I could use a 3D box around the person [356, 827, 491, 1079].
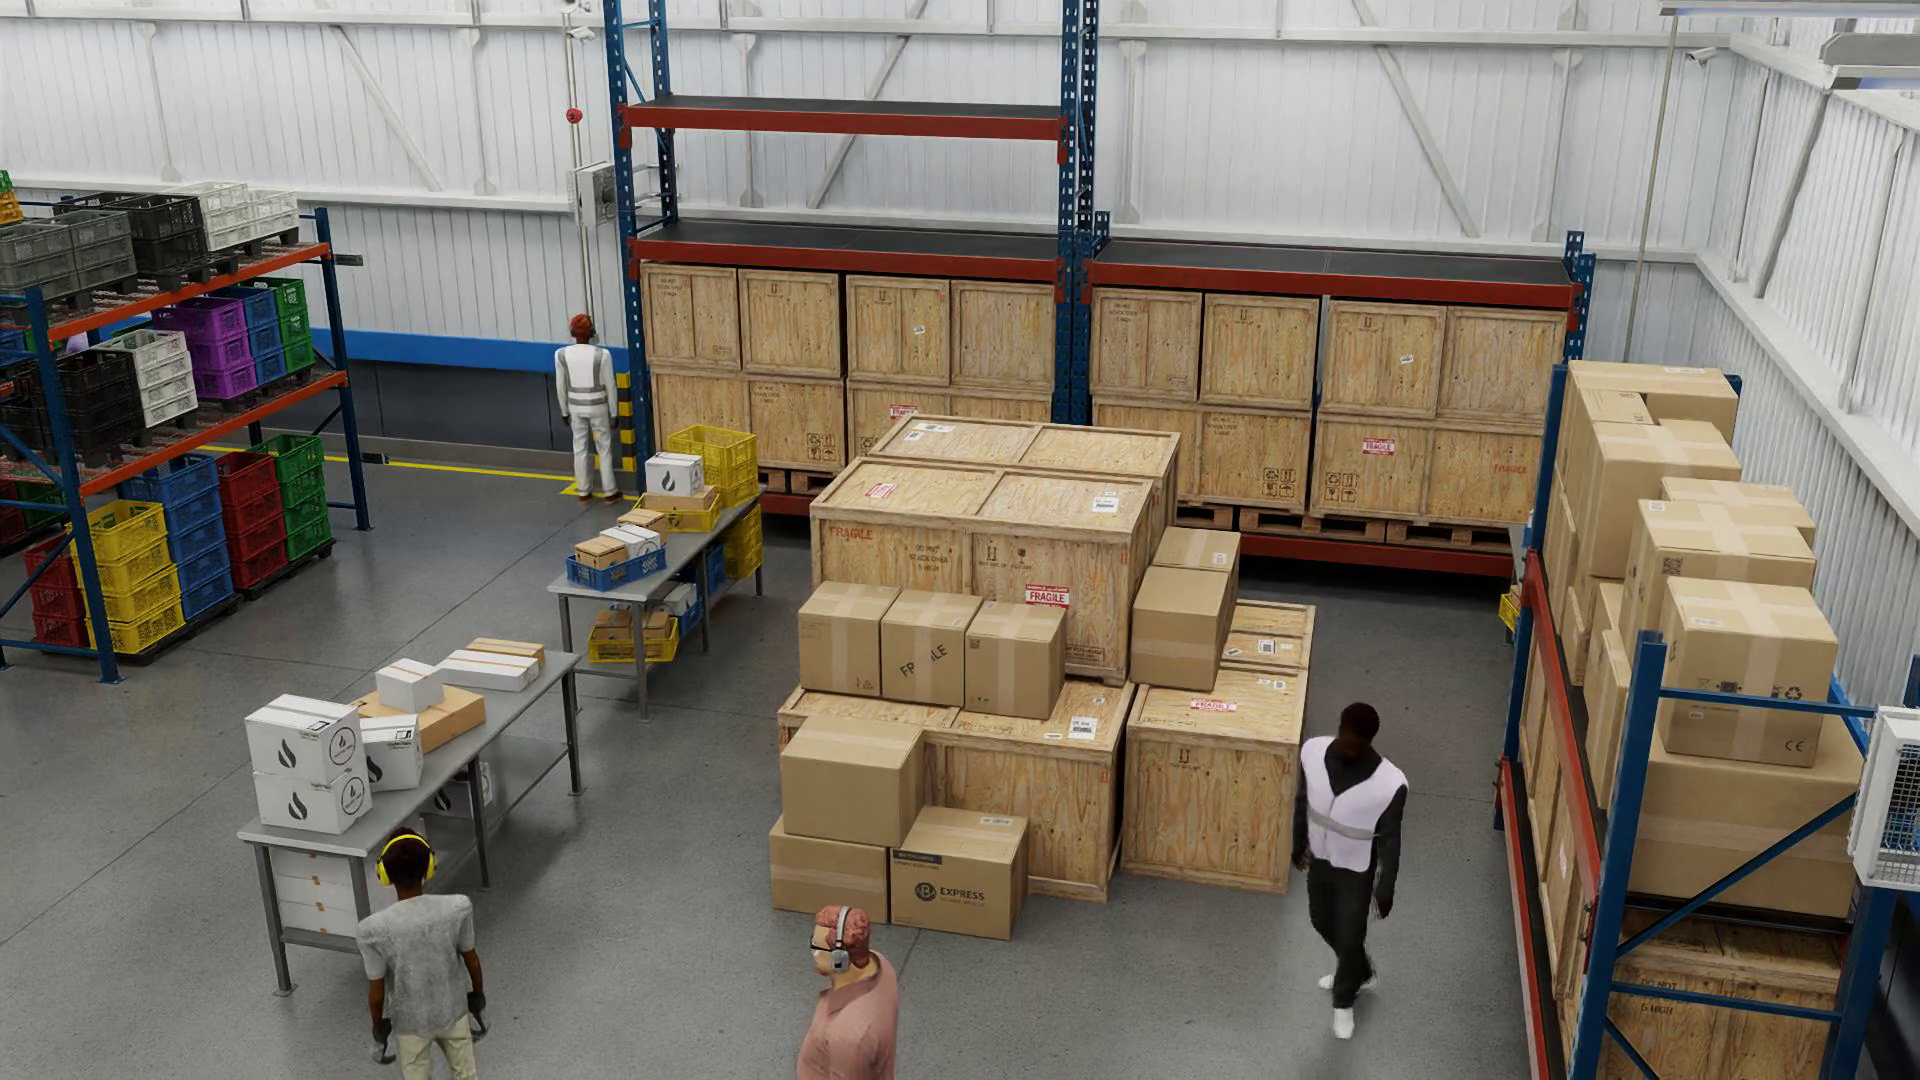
[{"bbox_3d":[-2.329,2.100,7.287,0.521,1.874,0.327,-11,24,-27],"label":"person"}]

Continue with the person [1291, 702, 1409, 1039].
[{"bbox_3d":[2.008,1.620,8.538,0.623,1.882,0.546,19,28,41],"label":"person"}]

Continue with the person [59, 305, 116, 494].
[{"bbox_3d":[-8.562,-1.423,16.411,0.362,1.938,0.631,-9,23,-23],"label":"person"}]

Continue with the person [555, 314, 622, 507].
[{"bbox_3d":[-3.570,-1.245,16.020,0.584,1.883,0.337,2,21,4],"label":"person"}]

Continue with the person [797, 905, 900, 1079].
[{"bbox_3d":[-0.447,2.313,6.700,0.402,1.901,0.647,2,21,5],"label":"person"}]
